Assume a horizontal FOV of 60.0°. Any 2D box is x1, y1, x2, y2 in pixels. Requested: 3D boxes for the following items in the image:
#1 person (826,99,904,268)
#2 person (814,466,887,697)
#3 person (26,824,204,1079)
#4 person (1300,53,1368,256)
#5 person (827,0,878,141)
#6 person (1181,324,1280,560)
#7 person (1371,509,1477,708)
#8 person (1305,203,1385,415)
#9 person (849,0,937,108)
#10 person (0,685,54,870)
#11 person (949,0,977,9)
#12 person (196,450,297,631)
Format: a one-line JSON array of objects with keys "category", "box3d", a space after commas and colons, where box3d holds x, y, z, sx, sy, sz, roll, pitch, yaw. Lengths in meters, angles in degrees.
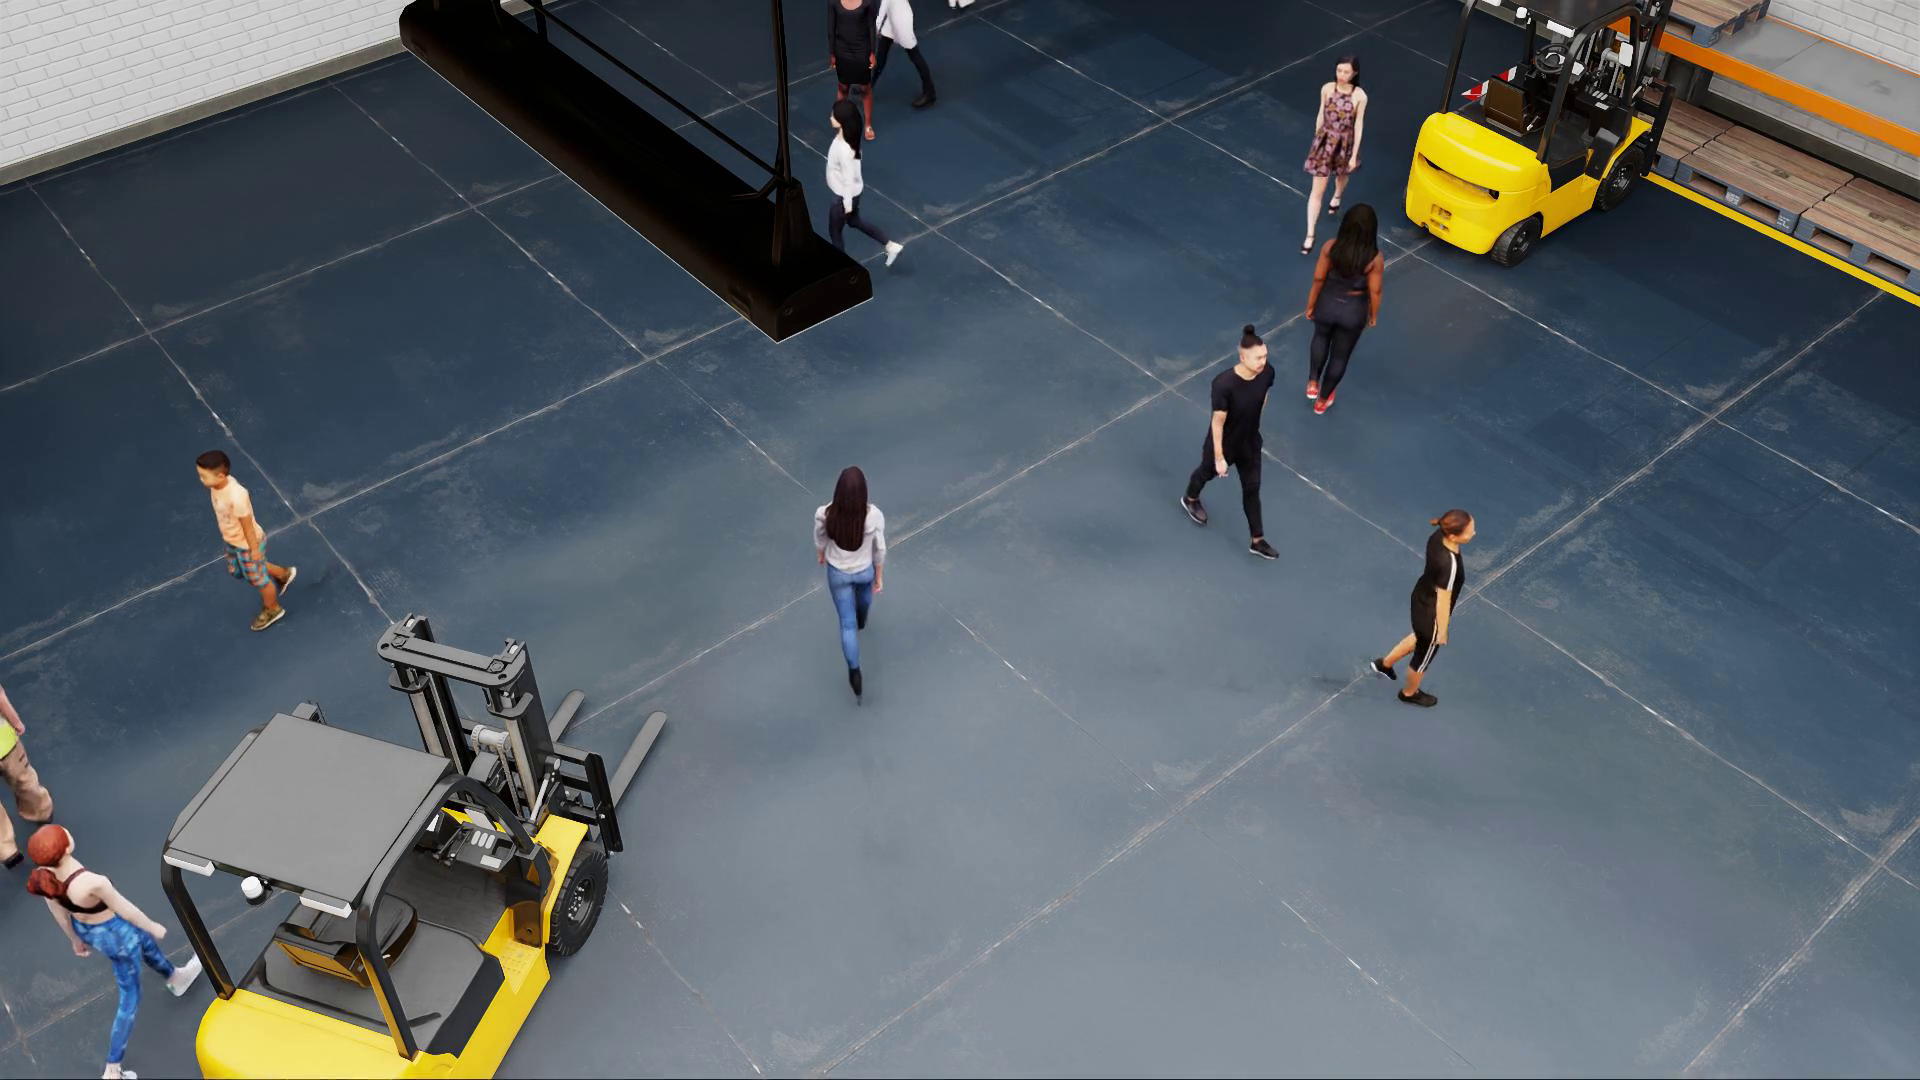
[{"category": "person", "box3d": [-0.866, -2.913, 13.892, 1.063, 1.683, 1.022, 1, 44, 1]}, {"category": "person", "box3d": [-0.689, 0.279, 10.614, 0.964, 1.583, 1.174, -6, 44, -6]}, {"category": "person", "box3d": [-4.398, 2.134, 8.548, 1.183, 1.746, 1.086, 11, 45, 12]}, {"category": "person", "box3d": [3.281, -3.390, 14.360, 1.172, 1.727, 1.005, 18, 46, 18]}, {"category": "person", "box3d": [-1.000, -4.581, 15.619, 0.685, 1.716, 0.729, 1, 44, 1]}, {"category": "person", "box3d": [1.827, -0.750, 11.526, 0.852, 1.814, 1.228, -21, 47, -20]}, {"category": "person", "box3d": [2.876, 0.417, 10.413, 0.843, 1.661, 0.783, 4, 44, 4]}, {"category": "person", "box3d": [2.838, -1.675, 12.506, 0.724, 1.803, 0.834, 21, 47, 21]}, {"category": "person", "box3d": [-0.488, -4.965, 15.996, 1.137, 1.752, 1.157, -4, 44, -4]}, {"category": "person", "box3d": [-5.604, 1.185, 9.484, 0.830, 1.829, 1.038, -19, 47, -19]}, {"category": "person", "box3d": [-0.003, -6.424, 17.575, 0.703, 1.685, 0.761, 24, 49, 23]}, {"category": "person", "box3d": [-4.697, -0.046, 11.052, 0.670, 1.450, 0.651, 30, 51, 28]}]
